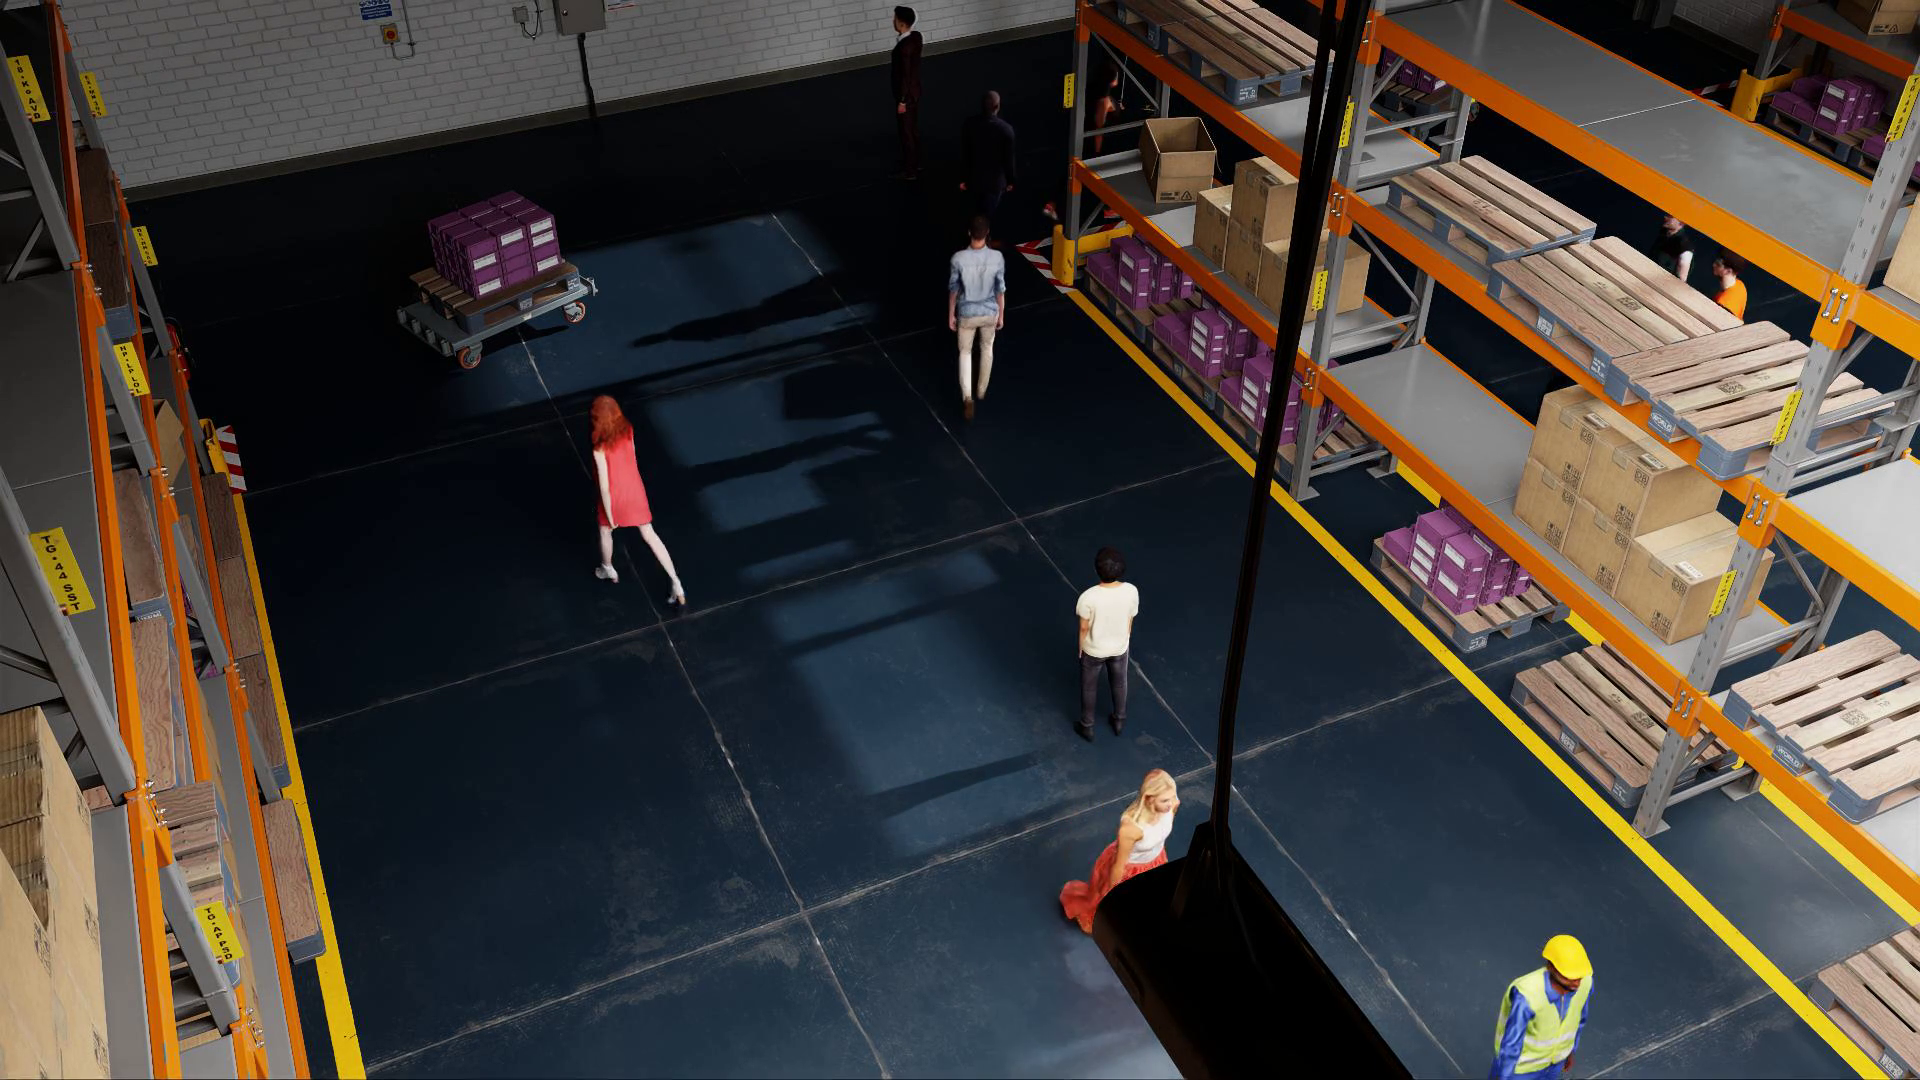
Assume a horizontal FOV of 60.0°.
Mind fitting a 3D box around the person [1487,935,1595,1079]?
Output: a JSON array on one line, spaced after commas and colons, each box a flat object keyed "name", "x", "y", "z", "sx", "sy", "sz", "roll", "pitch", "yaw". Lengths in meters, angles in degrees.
[{"name": "person", "x": 2.936, "y": 2.623, "z": 8.547, "sx": 0.666, "sy": 1.812, "sz": 0.572, "roll": -14, "pitch": 41, "yaw": -17}]

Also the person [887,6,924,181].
[{"name": "person", "x": -0.562, "y": -4.783, "z": 17.777, "sx": 0.838, "sy": 1.864, "sz": 0.748, "roll": 8, "pitch": 39, "yaw": 10}]

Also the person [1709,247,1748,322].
[{"name": "person", "x": 6.285, "y": -1.518, "z": 13.706, "sx": 1.260, "sy": 1.844, "sz": 1.067, "roll": 23, "pitch": 44, "yaw": 26}]

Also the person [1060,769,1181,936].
[{"name": "person", "x": 0.947, "y": 1.854, "z": 9.564, "sx": 0.789, "sy": 1.744, "sz": 1.263, "roll": -24, "pitch": 44, "yaw": -27}]

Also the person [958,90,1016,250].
[{"name": "person", "x": 0.217, "y": -3.421, "z": 16.138, "sx": 1.160, "sy": 1.783, "sz": 1.137, "roll": 18, "pitch": 42, "yaw": 21}]

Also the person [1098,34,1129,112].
[{"name": "person", "x": 1.785, "y": -5.759, "z": 19.127, "sx": 0.684, "sy": 1.706, "sz": 0.760, "roll": 16, "pitch": 41, "yaw": 19}]

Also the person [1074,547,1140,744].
[{"name": "person", "x": 0.971, "y": 0.711, "z": 11.124, "sx": 0.614, "sy": 1.583, "sz": 0.528, "roll": -10, "pitch": 40, "yaw": -13}]

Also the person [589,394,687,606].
[{"name": "person", "x": -2.384, "y": -0.253, "z": 12.170, "sx": 1.225, "sy": 1.784, "sz": 0.957, "roll": 26, "pitch": 45, "yaw": 29}]

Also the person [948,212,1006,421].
[{"name": "person", "x": 0.143, "y": -1.870, "z": 14.162, "sx": 0.923, "sy": 1.825, "sz": 1.138, "roll": 0, "pitch": 39, "yaw": 0}]

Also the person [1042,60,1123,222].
[{"name": "person", "x": 1.294, "y": -3.996, "z": 16.864, "sx": 0.794, "sy": 1.774, "sz": 1.144, "roll": -17, "pitch": 42, "yaw": -20}]
